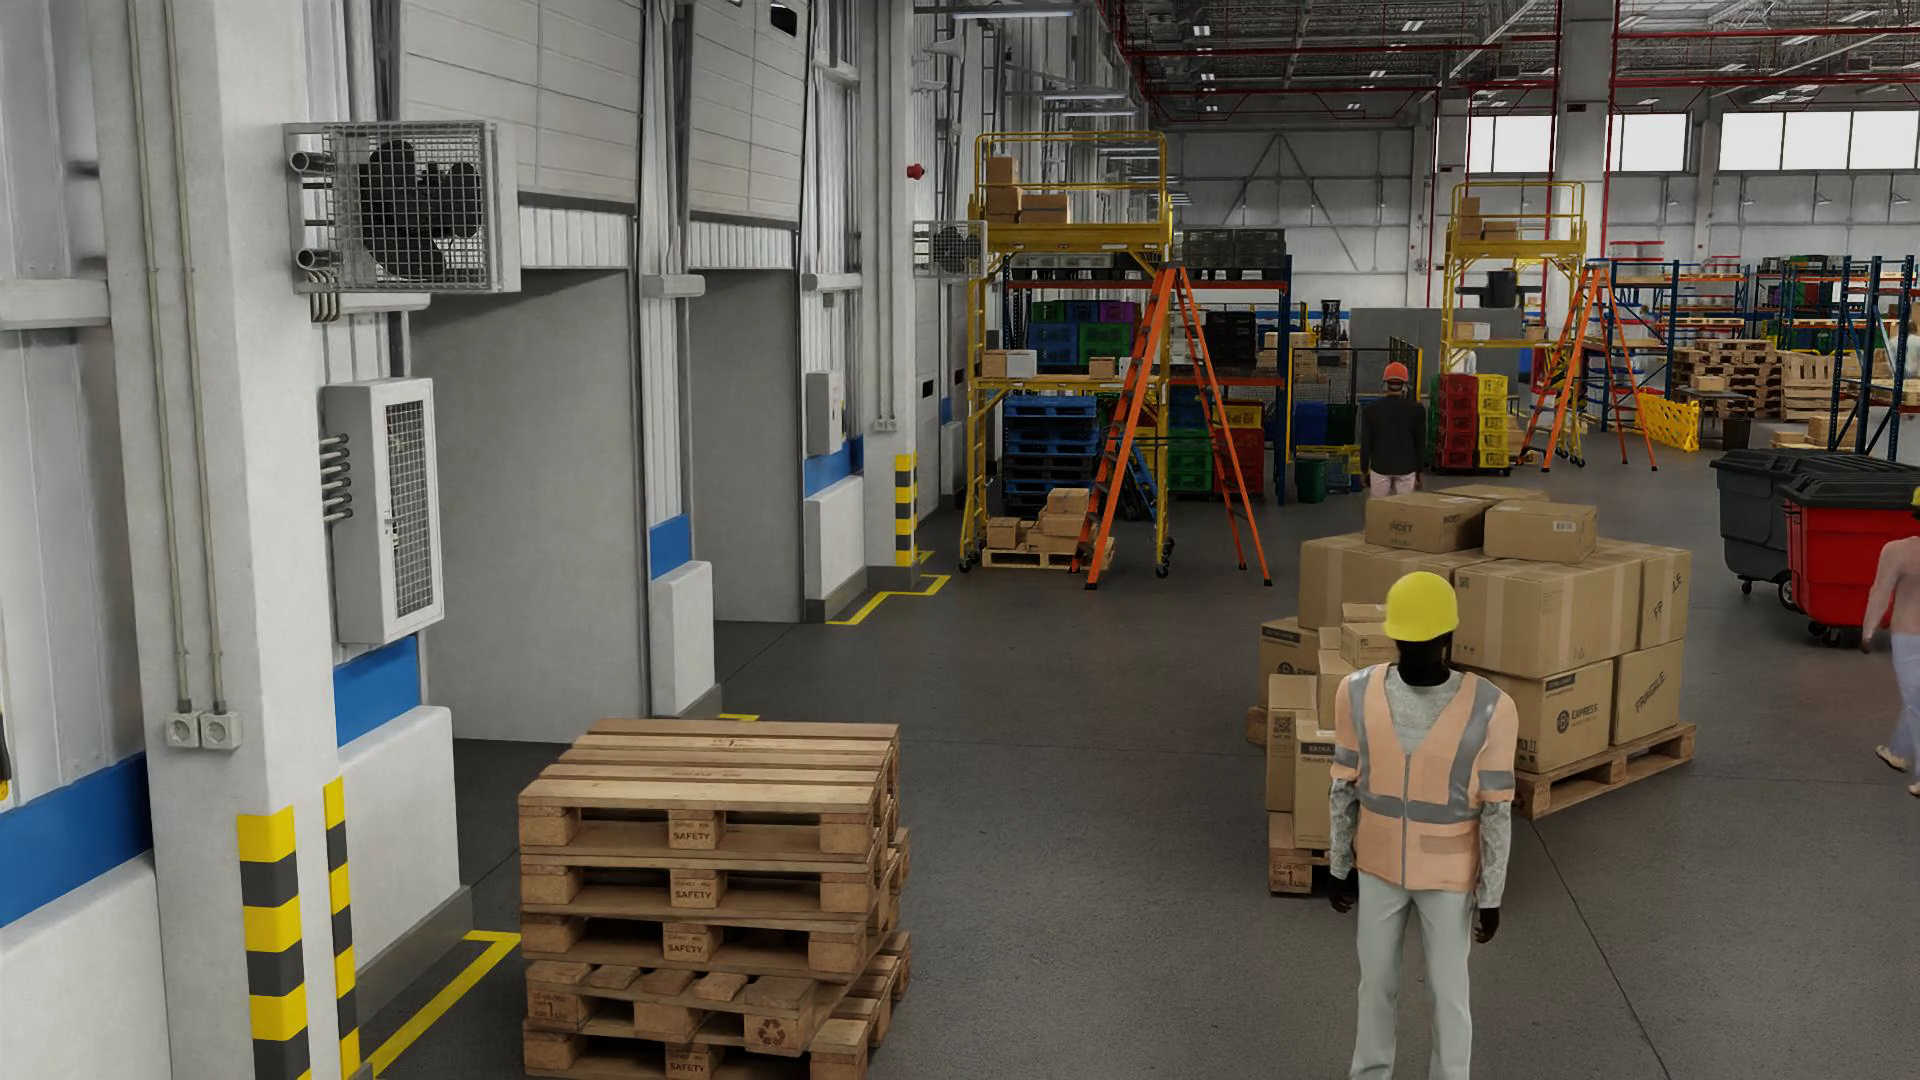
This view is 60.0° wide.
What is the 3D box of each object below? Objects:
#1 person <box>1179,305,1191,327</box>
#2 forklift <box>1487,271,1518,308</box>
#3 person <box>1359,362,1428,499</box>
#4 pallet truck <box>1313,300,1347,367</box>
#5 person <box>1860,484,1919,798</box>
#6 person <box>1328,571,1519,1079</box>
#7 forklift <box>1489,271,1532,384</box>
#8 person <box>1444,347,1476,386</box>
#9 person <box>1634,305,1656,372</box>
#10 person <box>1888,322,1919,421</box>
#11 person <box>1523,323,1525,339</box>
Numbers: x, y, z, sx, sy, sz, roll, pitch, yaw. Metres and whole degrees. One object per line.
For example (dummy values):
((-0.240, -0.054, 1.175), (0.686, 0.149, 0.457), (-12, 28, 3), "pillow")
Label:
((5.929, -5.282, 44.260), (0.750, 1.936, 0.504), (-7, 12, -39), "person")
((14.723, -5.934, 45.367), (1.873, 2.768, 1.129), (-3, 10, -16), "forklift")
((4.057, -0.659, 15.593), (0.632, 1.991, 0.396), (1, 9, 9), "person")
((11.159, -6.200, 49.718), (0.823, 1.965, 1.885), (4, 10, 26), "pallet truck")
((5.280, 0.516, 9.145), (0.540, 1.714, 0.904), (1, 9, 5), "person")
((1.452, 1.041, 5.303), (0.586, 1.920, 0.398), (6, 11, 32), "person")
((13.426, -5.323, 41.594), (1.873, 2.768, 1.129), (1, 9, 9), "forklift")
((8.110, -2.470, 27.108), (0.587, 1.882, 0.366), (5, 11, 29), "person")
((18.937, -5.563, 46.146), (0.631, 1.891, 1.025), (4, 10, 24), "person")
((17.906, -3.180, 31.477), (0.624, 1.883, 0.976), (6, 11, 31), "person")
((15.705, -5.577, 46.980), (0.511, 1.640, 0.308), (4, 10, 26), "person")
